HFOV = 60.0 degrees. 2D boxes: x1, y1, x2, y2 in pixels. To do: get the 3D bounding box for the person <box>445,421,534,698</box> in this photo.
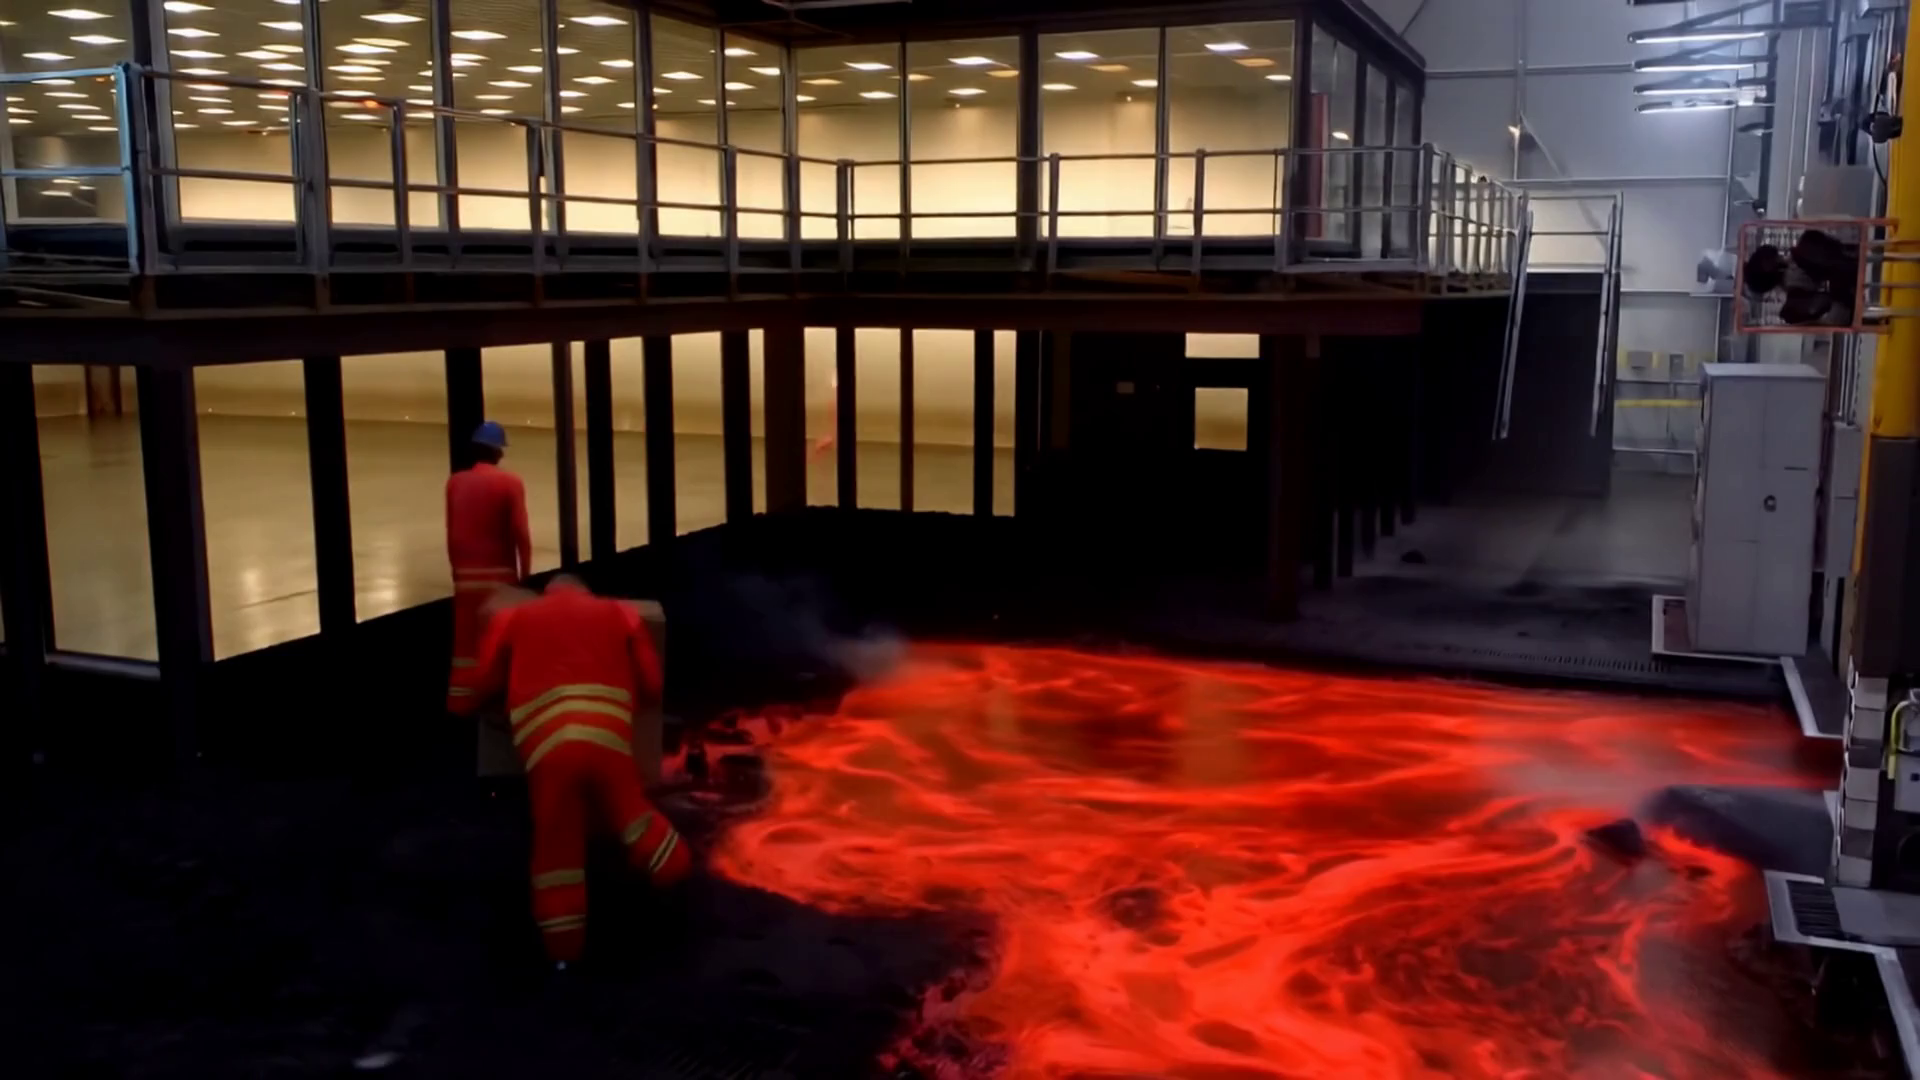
[{"bbox_3d":[-3.371,0.145,11.925,0.623,1.987,0.396,2,9,12],"label":"person"}]
